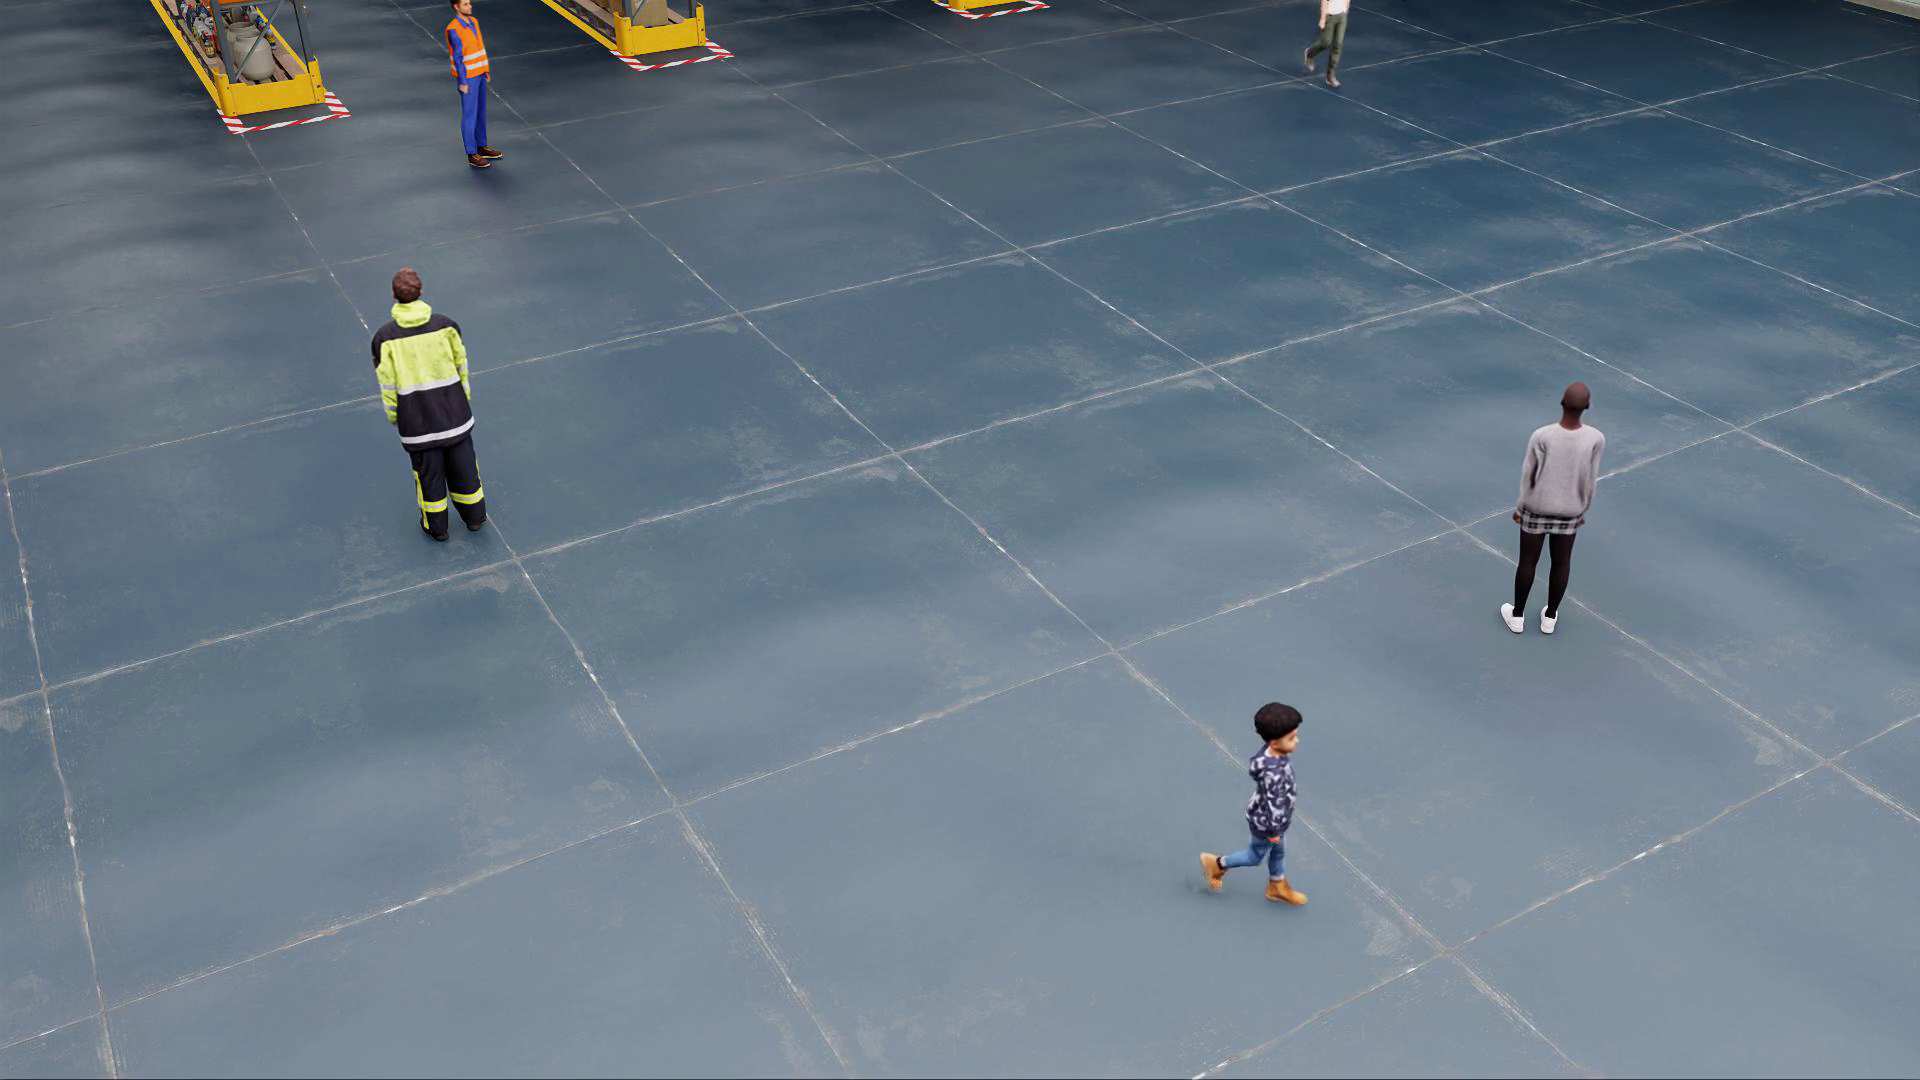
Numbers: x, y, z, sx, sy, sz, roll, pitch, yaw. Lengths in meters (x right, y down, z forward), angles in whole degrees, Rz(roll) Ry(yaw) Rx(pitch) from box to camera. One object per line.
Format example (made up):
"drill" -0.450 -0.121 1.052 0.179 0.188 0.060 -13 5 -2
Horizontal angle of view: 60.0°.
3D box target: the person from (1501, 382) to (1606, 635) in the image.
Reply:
"person" 3.732 -0.194 10.462 0.696 1.771 0.728 4 32 7

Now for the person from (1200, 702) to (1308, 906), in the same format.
"person" 1.534 1.366 8.489 0.862 1.238 0.755 12 34 19

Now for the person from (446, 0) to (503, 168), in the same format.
"person" -5.293 -5.014 18.018 0.848 1.862 0.783 8 33 12

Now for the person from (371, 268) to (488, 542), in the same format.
"person" -3.646 -0.929 11.429 0.754 1.983 0.613 -18 36 -26

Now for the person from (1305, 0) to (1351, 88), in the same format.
"person" 4.582 -6.473 20.544 0.631 1.635 0.960 -13 35 -20
